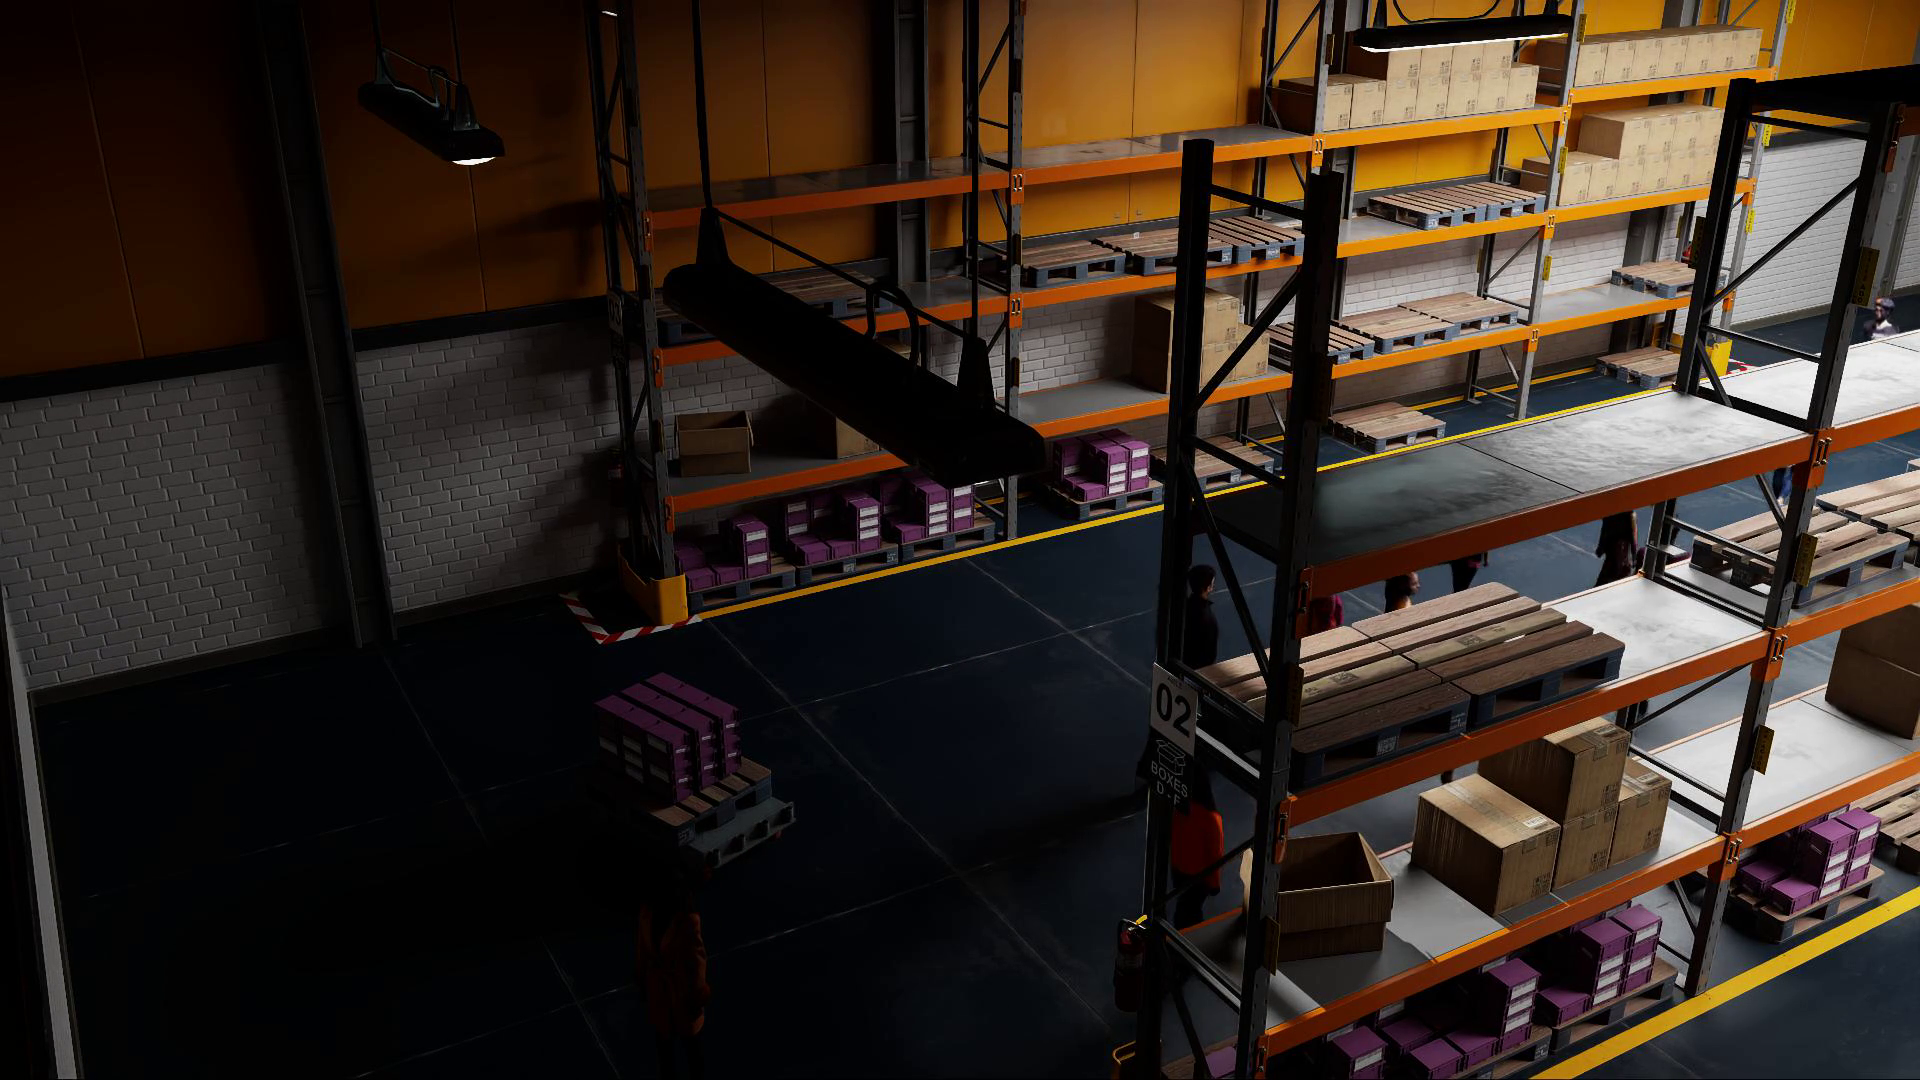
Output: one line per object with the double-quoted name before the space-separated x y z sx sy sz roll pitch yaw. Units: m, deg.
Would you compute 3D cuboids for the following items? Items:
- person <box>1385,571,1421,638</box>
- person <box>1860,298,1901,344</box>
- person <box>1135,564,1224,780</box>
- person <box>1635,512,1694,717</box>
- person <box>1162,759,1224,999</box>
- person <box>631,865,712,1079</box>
"person" 3.668 1.017 14.029 0.734 1.751 0.673 6 24 14
"person" 11.628 -2.142 21.099 0.971 1.876 0.746 -10 25 -21
"person" 1.811 1.138 13.566 1.261 1.898 0.814 -17 29 -34
"person" 6.185 0.664 14.747 0.963 1.822 1.181 16 29 33
"person" 1.630 2.233 11.277 0.873 1.726 0.677 -16 28 -32
"person" -1.750 2.738 10.132 0.780 1.719 0.804 10 25 21
